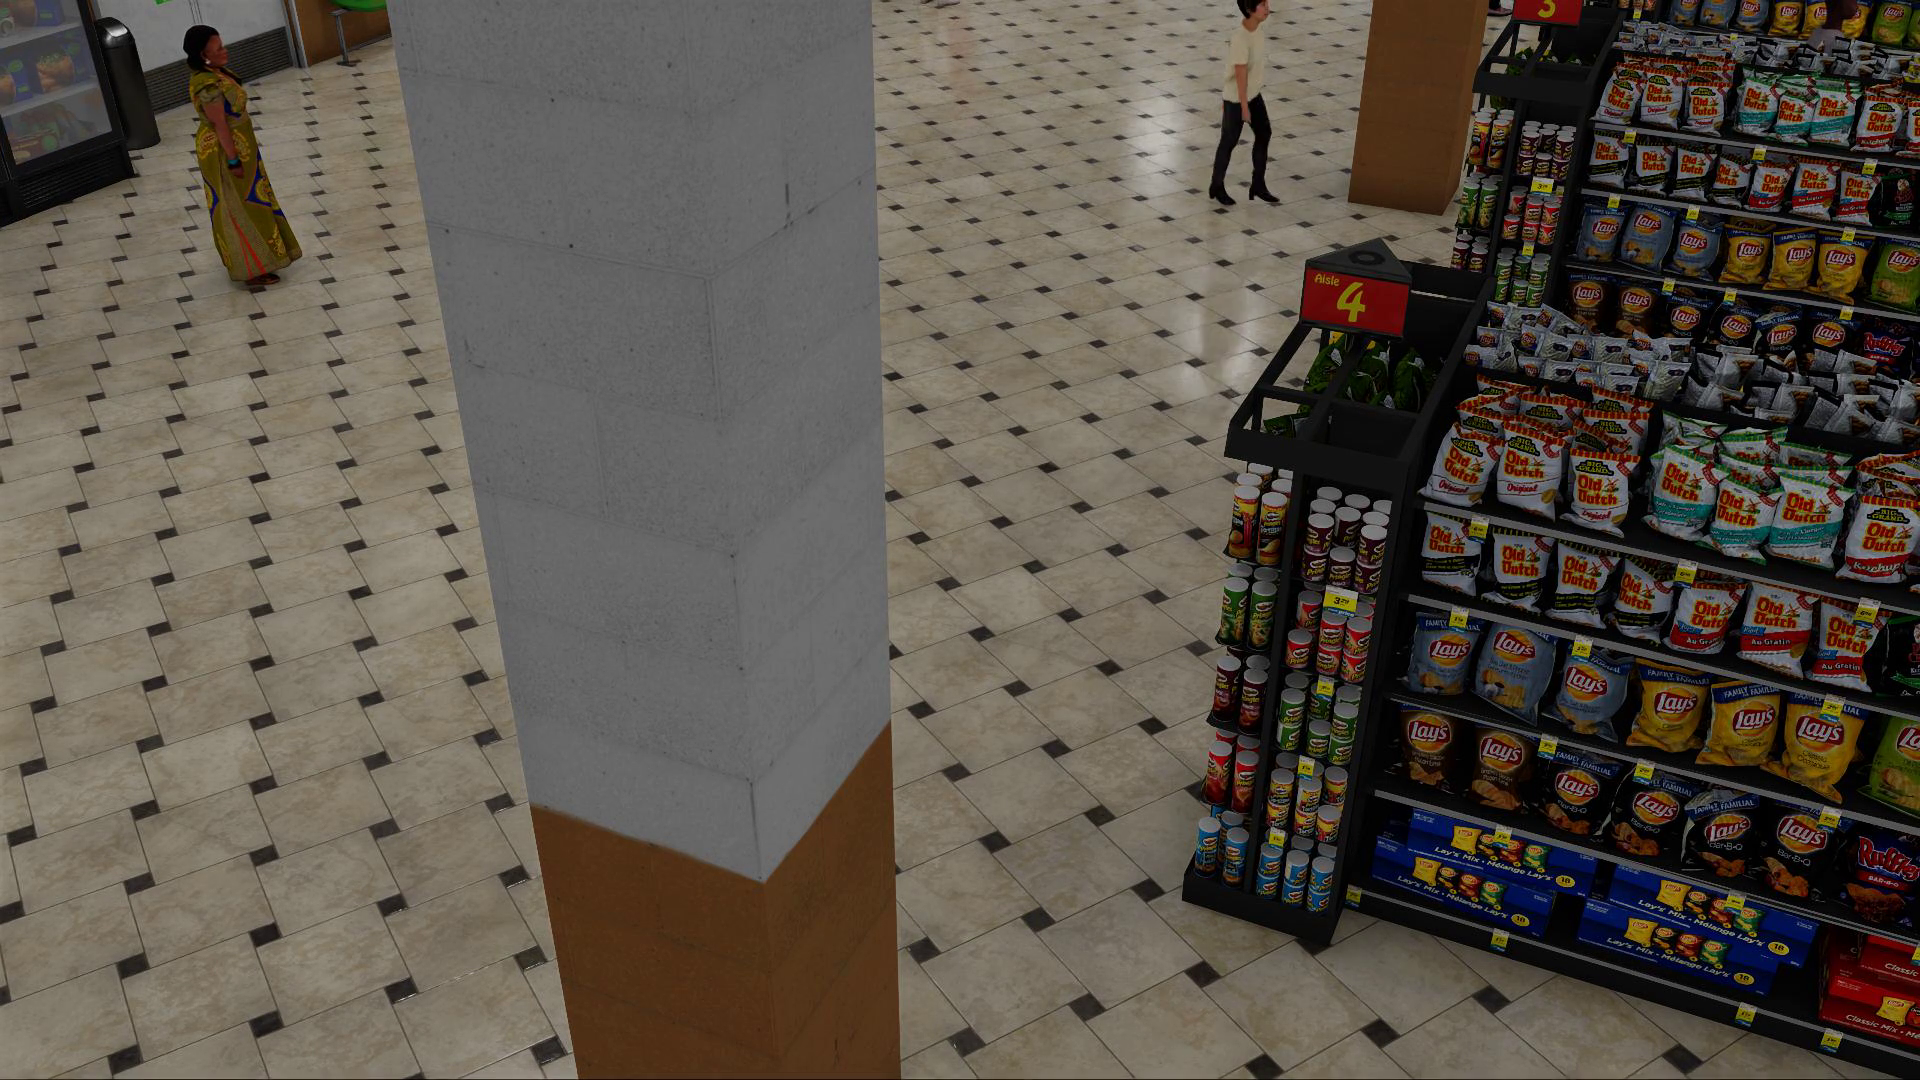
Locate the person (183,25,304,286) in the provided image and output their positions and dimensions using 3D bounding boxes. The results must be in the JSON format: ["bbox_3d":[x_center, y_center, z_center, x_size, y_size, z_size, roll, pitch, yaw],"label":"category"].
[{"bbox_3d":[-4.709,-2.479,10.707,1.058,1.661,0.989,-12,34,-19],"label":"person"}]

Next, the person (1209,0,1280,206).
[{"bbox_3d":[1.956,-3.169,11.899,0.743,1.572,0.625,17,36,25],"label":"person"}]

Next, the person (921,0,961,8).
[{"bbox_3d":[-0.243,-6.294,16.798,0.532,1.703,0.711,22,38,31],"label":"person"}]
